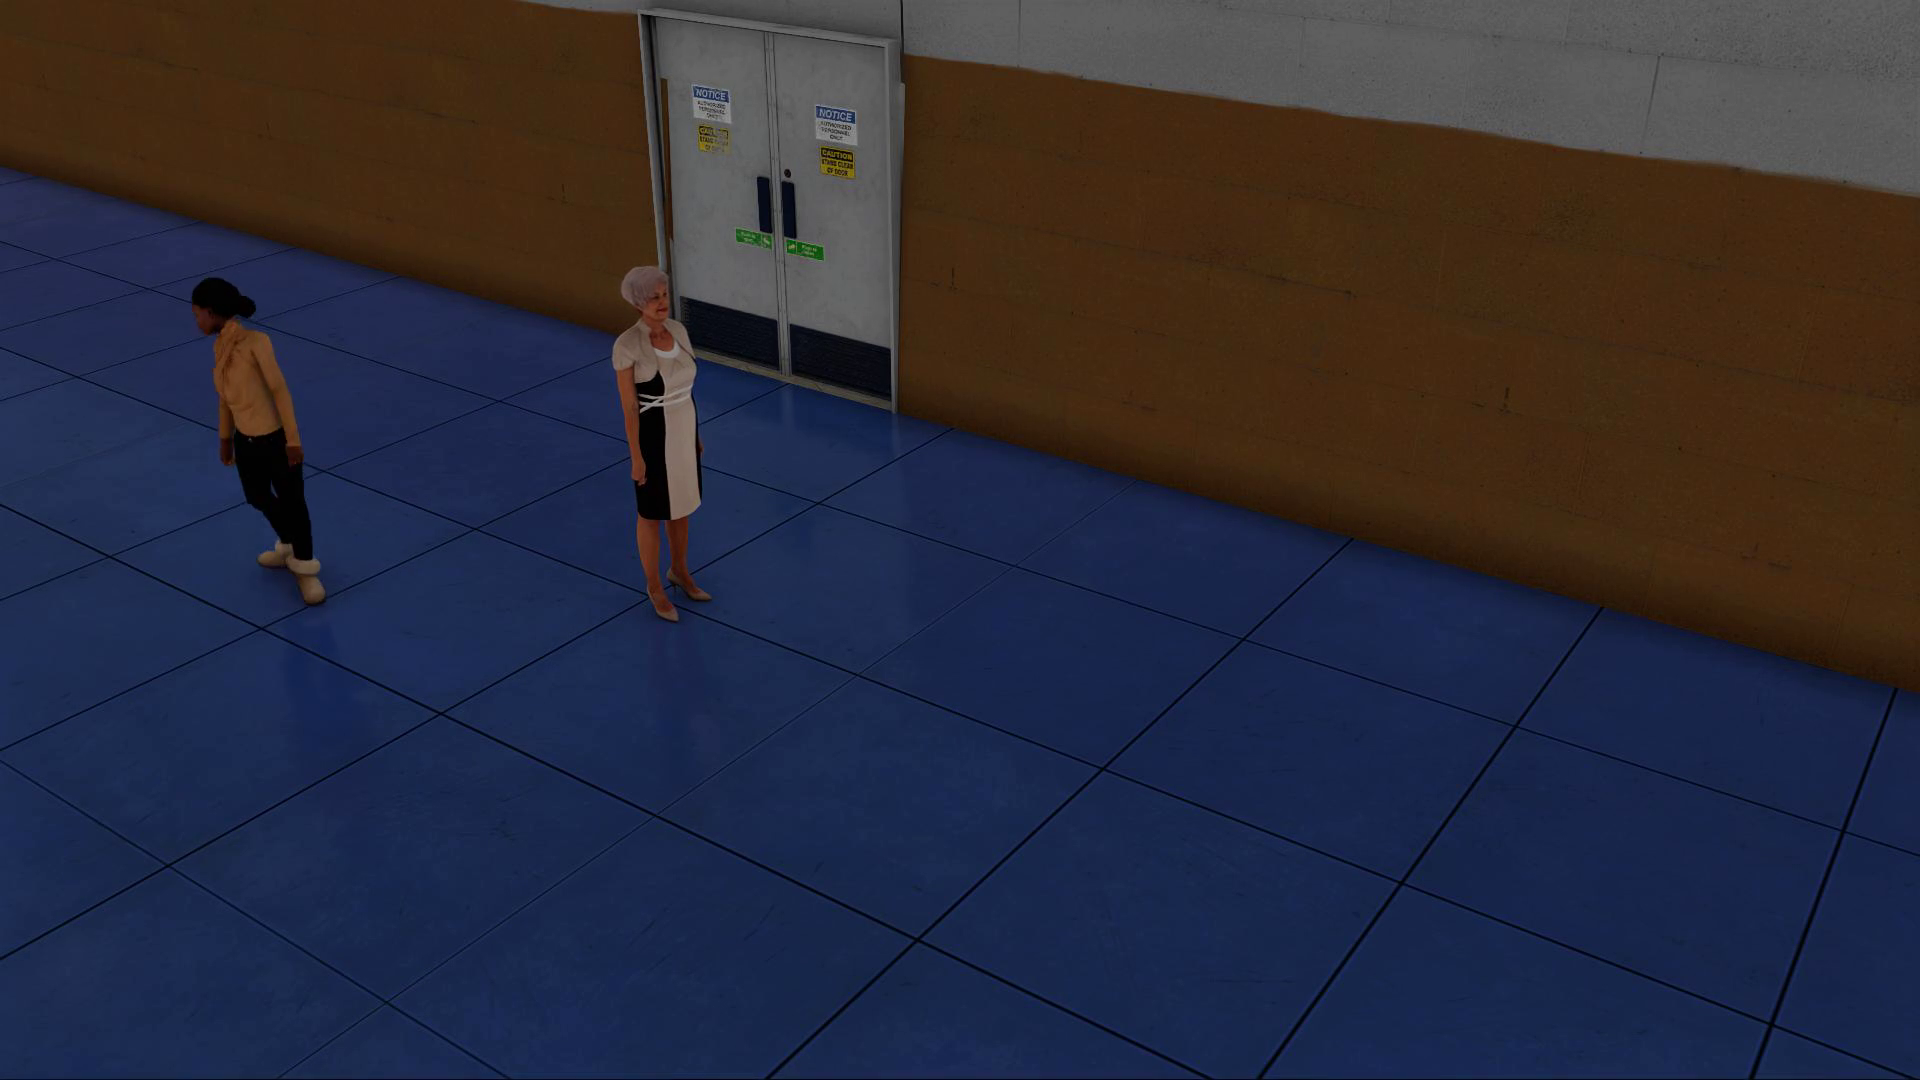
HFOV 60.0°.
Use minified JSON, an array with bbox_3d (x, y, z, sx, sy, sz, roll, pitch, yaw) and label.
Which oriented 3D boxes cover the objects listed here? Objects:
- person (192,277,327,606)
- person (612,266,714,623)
[{"bbox_3d":[-3.359,-0.478,8.156,0.761,1.623,0.619,7,28,13],"label":"person"},{"bbox_3d":[-1.432,-0.464,7.980,0.680,1.756,0.462,17,31,29],"label":"person"}]
